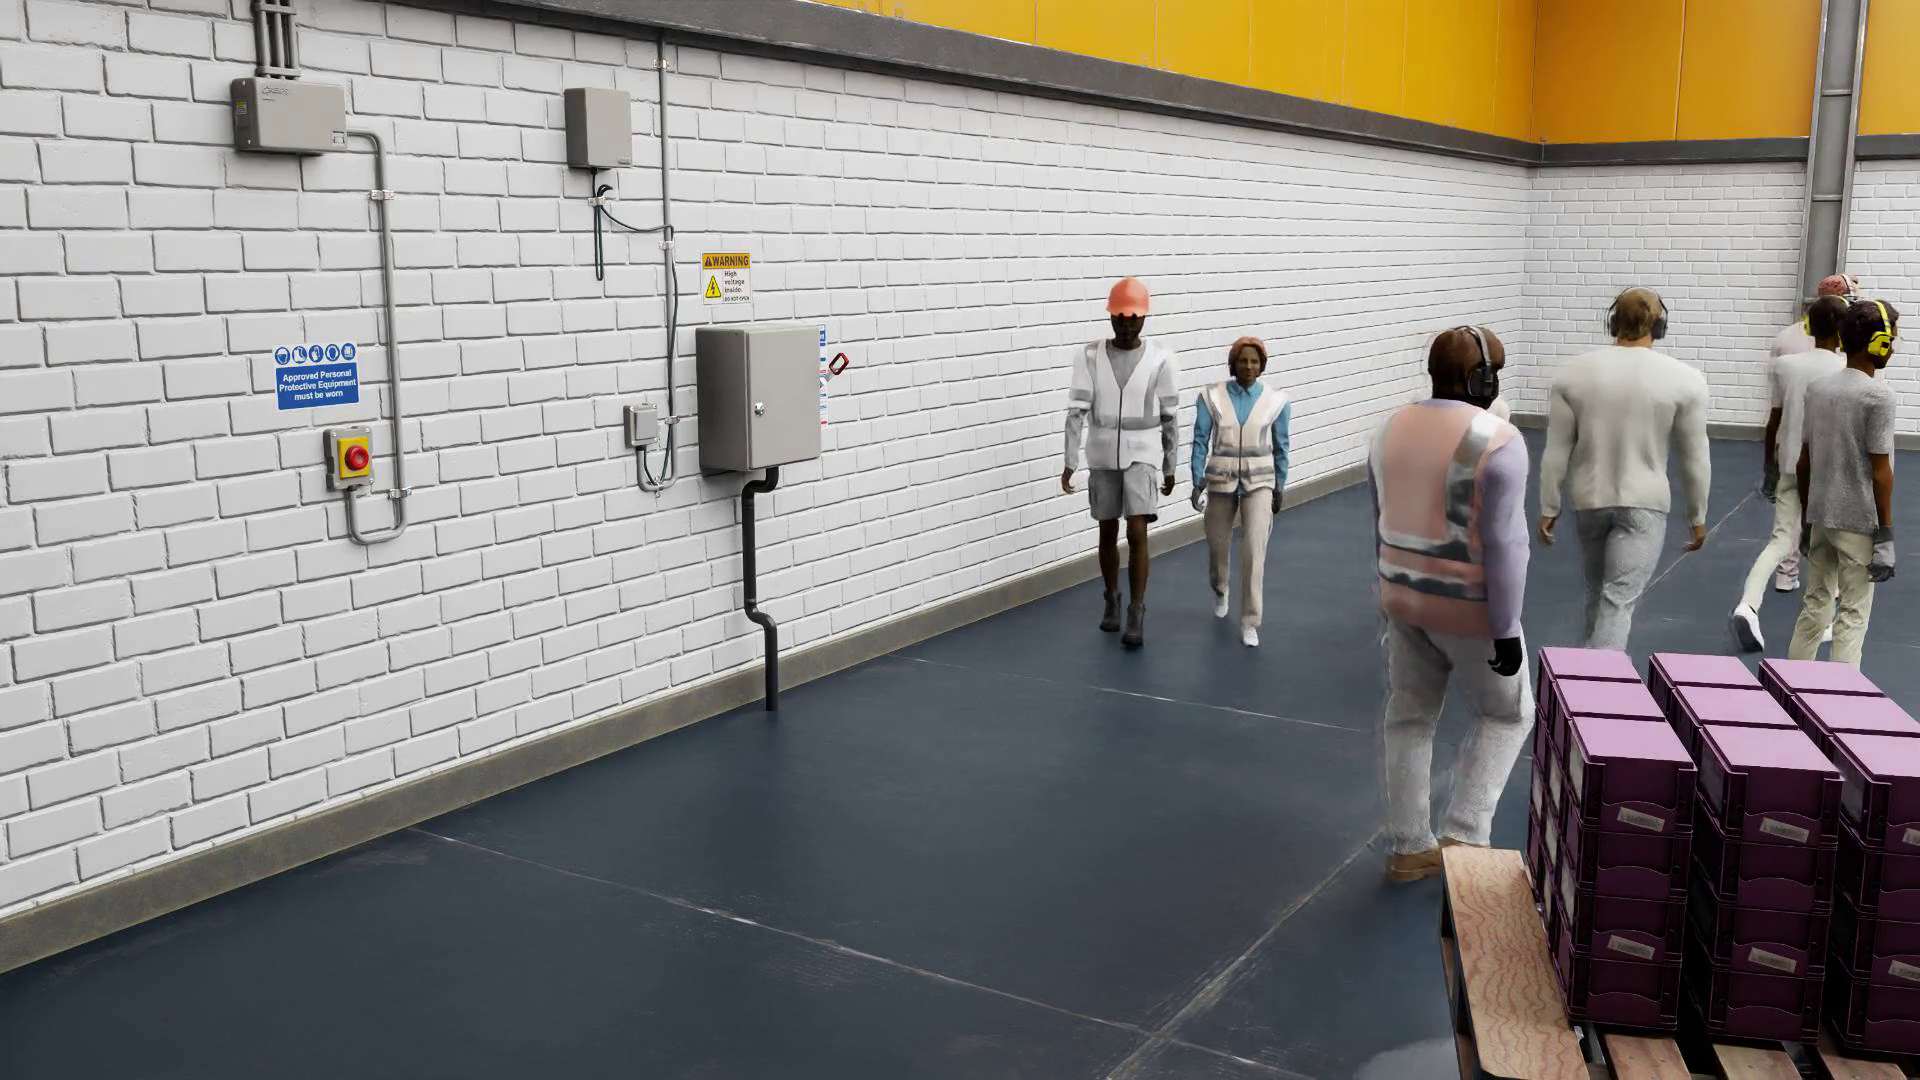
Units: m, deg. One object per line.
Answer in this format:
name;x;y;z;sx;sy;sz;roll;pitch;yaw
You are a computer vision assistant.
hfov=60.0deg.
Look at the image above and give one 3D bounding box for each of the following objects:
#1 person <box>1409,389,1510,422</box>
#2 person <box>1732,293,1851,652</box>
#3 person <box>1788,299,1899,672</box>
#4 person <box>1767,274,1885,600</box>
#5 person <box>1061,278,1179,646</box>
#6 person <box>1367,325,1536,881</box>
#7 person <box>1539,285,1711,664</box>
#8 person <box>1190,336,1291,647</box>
person;2.478;-0.207;8.352;0.514;1.621;0.435;4;11;23
person;4.317;-0.340;8.530;0.867;1.841;0.524;-7;12;-35
person;3.619;-0.039;6.772;0.329;1.868;0.512;-2;10;-12
person;5.106;-0.607;9.814;0.399;1.905;0.642;-9;13;-40
person;0.833;-0.399;8.677;0.569;1.898;0.885;2;10;13
person;1.617;0.225;5.398;0.521;1.829;0.652;-6;12;-31
person;2.920;-0.141;7.227;0.653;1.897;0.972;8;13;39
person;1.493;-0.292;8.895;0.513;1.609;0.765;2;10;11
